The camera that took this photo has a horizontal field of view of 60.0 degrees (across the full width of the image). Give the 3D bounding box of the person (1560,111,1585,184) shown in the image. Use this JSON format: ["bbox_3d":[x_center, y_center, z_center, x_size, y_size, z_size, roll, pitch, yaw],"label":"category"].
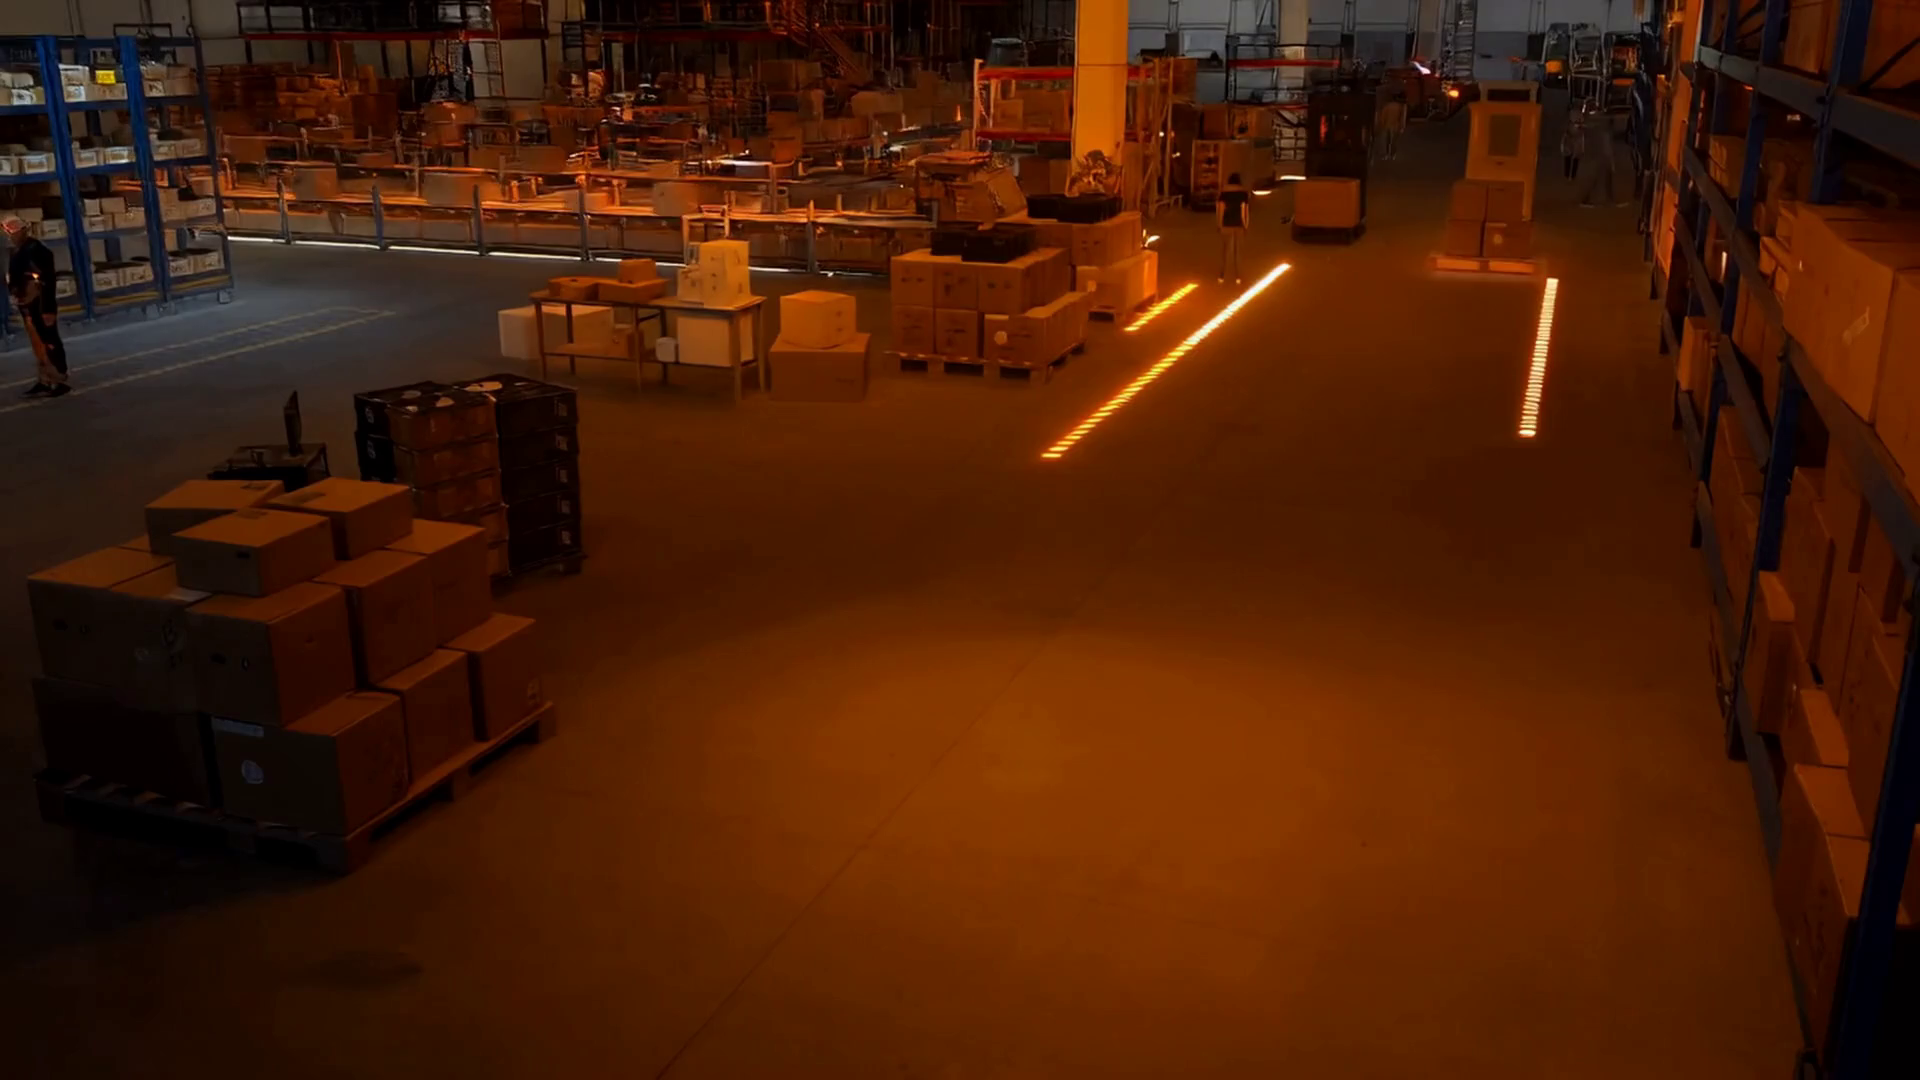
[{"bbox_3d":[14.347,-9.194,38.980,0.559,1.677,0.487,4,18,12],"label":"person"}]

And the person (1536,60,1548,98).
[{"bbox_3d":[27.193,-21.566,77.783,0.505,1.728,0.819,1,18,2],"label":"person"}]

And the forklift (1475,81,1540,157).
[{"bbox_3d":[8.975,-6.176,27.560,1.129,2.768,1.873,6,19,19],"label":"forklift"}]

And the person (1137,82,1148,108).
[{"bbox_3d":[6.183,-14.810,56.691,0.569,1.635,0.875,7,19,20],"label":"person"}]

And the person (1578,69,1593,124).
[{"bbox_3d":[22.492,-15.933,59.751,0.358,1.938,0.542,2,18,7],"label":"person"}]

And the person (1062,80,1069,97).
[{"bbox_3d":[4.317,-19.341,70.648,0.958,1.820,0.526,-12,21,-34],"label":"person"}]

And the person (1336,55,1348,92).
[{"bbox_3d":[18.428,-22.562,80.724,1.022,1.839,0.593,-1,18,-2],"label":"person"}]

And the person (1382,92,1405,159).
[{"bbox_3d":[11.792,-11.261,45.277,0.598,1.812,0.769,6,19,19],"label":"person"}]

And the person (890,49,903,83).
[{"bbox_3d":[-3.738,-26.943,94.358,1.022,1.943,0.615,-4,18,-11],"label":"person"}]

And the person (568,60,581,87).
[{"bbox_3d":[-16.854,-19.896,72.319,0.782,1.859,0.603,11,21,30],"label":"person"}]

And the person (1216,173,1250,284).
[{"bbox_3d":[4.043,-4.624,24.703,0.500,1.636,0.284,3,18,9],"label":"person"}]

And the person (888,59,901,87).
[{"bbox_3d":[-3.008,-21.068,76.080,0.468,1.821,0.625,17,24,42],"label":"person"}]

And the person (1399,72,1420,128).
[{"bbox_3d":[15.439,-15.197,57.517,0.985,1.883,0.549,0,18,1],"label":"person"}]

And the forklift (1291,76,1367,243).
[{"bbox_3d":[6.598,-6.755,29.381,1.129,2.768,1.873,6,19,19],"label":"forklift"}]

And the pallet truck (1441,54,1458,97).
[{"bbox_3d":[22.765,-21.886,78.355,0.823,1.965,1.885,-4,18,-14],"label":"pallet truck"}]

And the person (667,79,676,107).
[{"bbox_3d":[-9.557,-14.429,55.317,0.345,1.761,0.523,-2,18,-5],"label":"person"}]

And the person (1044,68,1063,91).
[{"bbox_3d":[3.348,-15.854,59.334,0.689,2.000,0.539,5,18,17],"label":"person"}]

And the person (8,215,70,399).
[{"bbox_3d":[-9.682,-2.438,17.395,0.638,1.911,0.406,13,22,36],"label":"person"}]

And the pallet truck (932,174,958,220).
[{"bbox_3d":[-0.507,-5.292,27.348,0.653,1.274,1.630,6,19,19],"label":"pallet truck"}]

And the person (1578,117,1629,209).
[{"bbox_3d":[13.239,-7.711,34.060,1.017,1.854,0.661,4,18,12],"label":"person"}]

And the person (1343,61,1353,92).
[{"bbox_3d":[17.333,-20.435,74.154,0.986,1.797,0.614,0,18,0],"label":"person"}]

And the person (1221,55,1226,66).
[{"bbox_3d":[12.170,-21.554,77.382,0.956,1.948,0.653,-6,19,-19],"label":"person"}]

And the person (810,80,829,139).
[{"bbox_3d":[-4.458,-13.759,53.107,0.556,1.813,0.981,4,18,12],"label":"person"}]

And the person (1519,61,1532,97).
[{"bbox_3d":[26.708,-21.773,78.593,0.561,1.637,0.810,14,23,38],"label":"person"}]

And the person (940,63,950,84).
[{"bbox_3d":[-0.612,-17.642,65.041,1.067,1.982,0.635,-3,18,-9],"label":"person"}]
